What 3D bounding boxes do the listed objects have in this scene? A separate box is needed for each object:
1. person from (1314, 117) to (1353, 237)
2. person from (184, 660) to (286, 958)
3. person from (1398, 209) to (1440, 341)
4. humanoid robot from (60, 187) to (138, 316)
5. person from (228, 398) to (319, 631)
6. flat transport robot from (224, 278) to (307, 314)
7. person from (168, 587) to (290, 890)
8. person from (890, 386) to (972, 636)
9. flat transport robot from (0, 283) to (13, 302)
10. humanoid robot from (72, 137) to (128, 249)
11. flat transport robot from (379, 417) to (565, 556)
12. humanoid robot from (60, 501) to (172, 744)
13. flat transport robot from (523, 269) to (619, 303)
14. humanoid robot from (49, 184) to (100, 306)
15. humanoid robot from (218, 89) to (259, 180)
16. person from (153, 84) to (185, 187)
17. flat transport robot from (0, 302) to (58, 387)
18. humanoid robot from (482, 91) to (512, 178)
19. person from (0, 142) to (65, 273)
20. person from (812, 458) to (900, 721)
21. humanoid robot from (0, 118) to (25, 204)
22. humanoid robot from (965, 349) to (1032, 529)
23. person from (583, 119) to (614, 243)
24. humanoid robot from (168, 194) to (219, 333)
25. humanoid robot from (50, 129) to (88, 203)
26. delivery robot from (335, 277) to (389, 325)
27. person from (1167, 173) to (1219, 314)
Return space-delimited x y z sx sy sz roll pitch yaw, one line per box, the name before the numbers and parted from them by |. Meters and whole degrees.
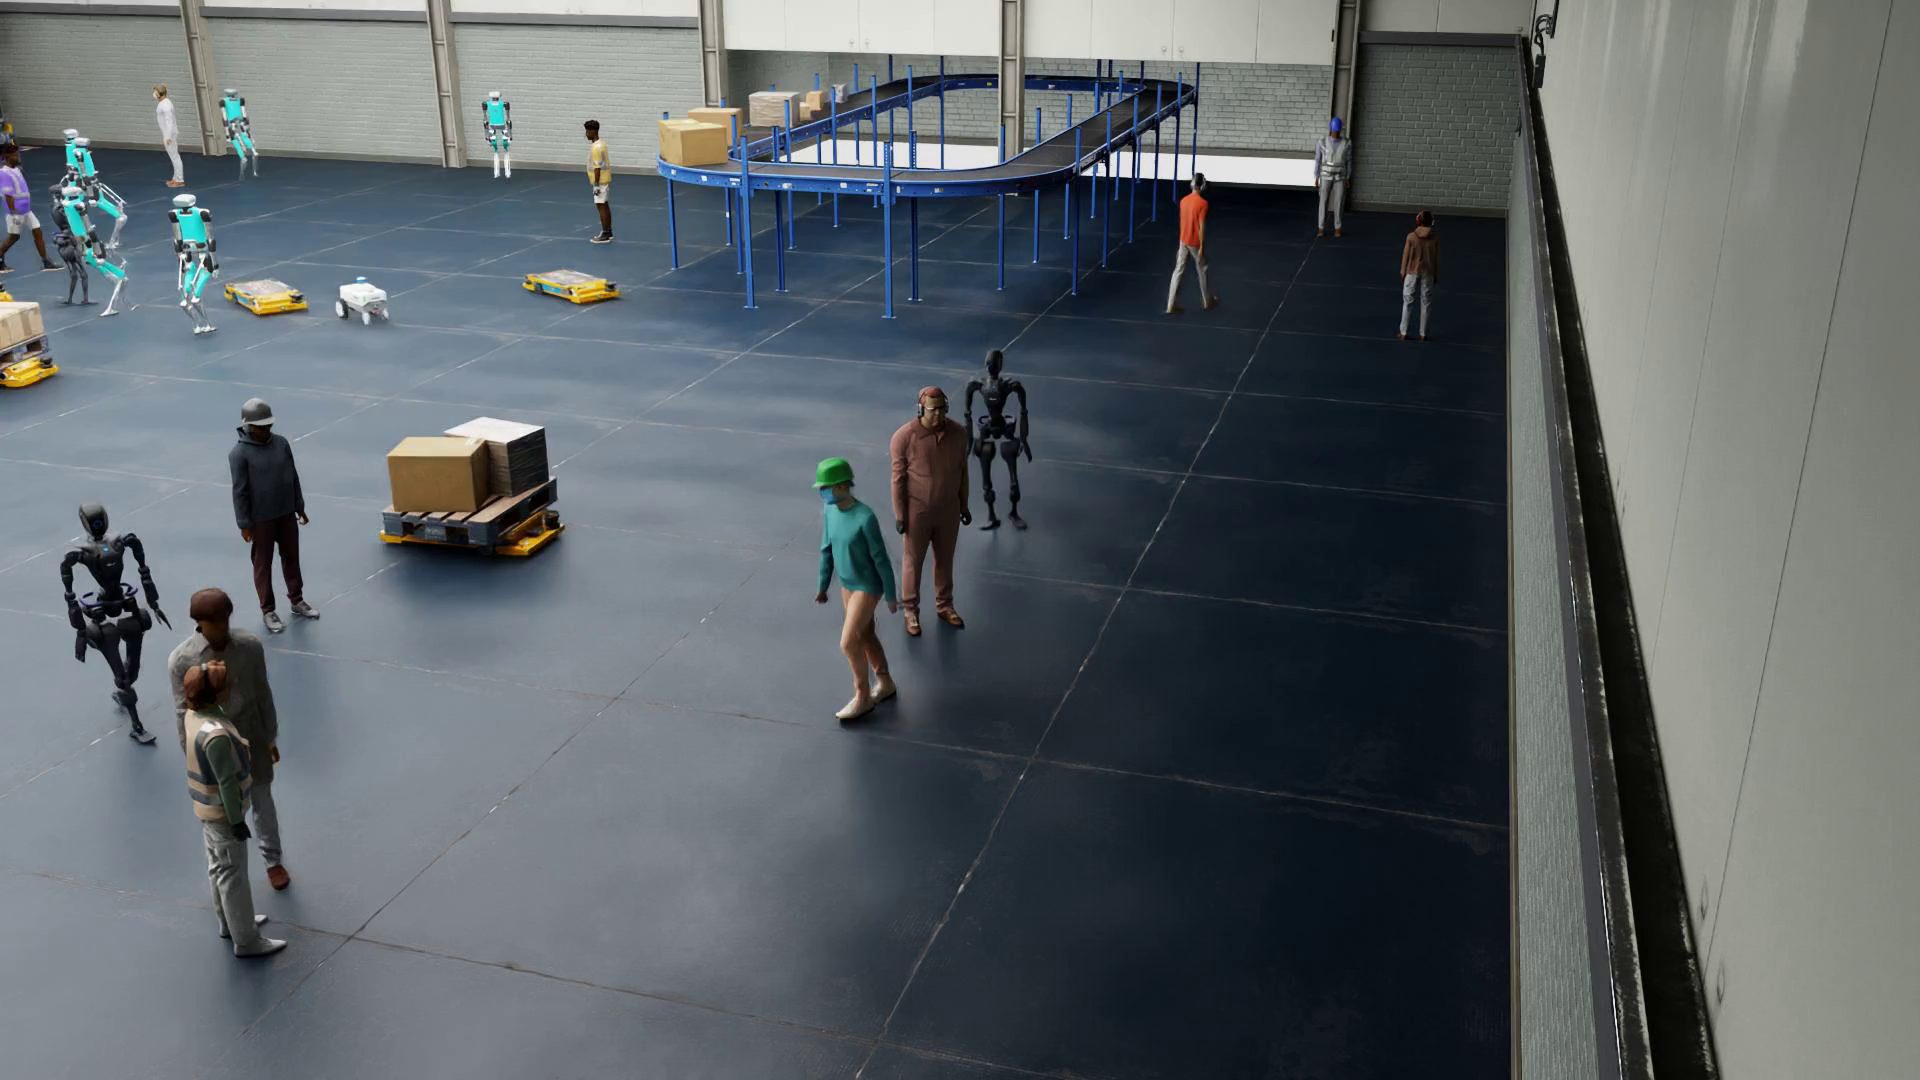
person | 6.128 -5.961 27.328 0.609 1.936 0.417 1 21 3
person | -3.825 1.392 8.658 0.314 1.640 0.513 -14 25 -33
person | 5.763 -3.311 20.847 0.464 1.647 0.318 3 21 7
humanoid robot | -11.327 -3.794 22.099 0.540 1.863 0.869 17 27 38
person | -5.211 -0.208 12.581 0.379 1.807 0.546 15 25 33
flat transport robot | -9.570 -3.353 22.875 0.659 0.231 1.431 -17 27 -36
person | -3.999 1.114 9.123 0.507 1.827 0.371 -16 26 -36
person | -0.200 -0.228 12.492 0.638 1.910 0.410 -10 23 -24
flat transport robot | -13.790 -3.272 22.665 1.431 0.231 0.659 -15 26 -34
humanoid robot | -13.539 -5.504 26.345 0.707 1.739 0.531 -6 22 -15
flat transport robot | -4.239 -0.116 14.478 1.431 0.231 0.659 6 22 14
humanoid robot | -5.591 0.502 11.013 0.788 1.645 0.612 17 27 37
flat transport robot | -5.504 -3.587 23.482 1.431 0.231 0.659 19 28 41
humanoid robot | -12.093 -3.999 22.604 0.406 1.667 0.589 -17 27 -38
humanoid robot | -14.169 -7.969 32.870 0.743 1.821 0.538 16 26 35
person | -15.273 -7.800 32.091 0.373 1.940 0.627 -10 23 -25
flat transport robot | -11.331 -1.959 19.258 1.431 0.231 0.659 2 21 5
humanoid robot | -9.015 -7.954 32.580 0.533 1.677 0.735 -3 21 -8
person | -13.984 -4.910 24.610 0.943 1.929 0.606 -3 21 -8
person | -0.700 0.315 11.184 0.693 1.830 0.536 -16 26 -35
humanoid robot | -16.946 -6.649 29.522 0.764 1.627 0.612 8 22 19
humanoid robot | 0.341 -0.886 14.514 0.599 1.642 0.383 2 21 5
person | -5.832 -5.798 26.875 0.372 1.958 0.600 -1 21 -2
humanoid robot | -9.713 -3.440 20.976 0.548 1.747 0.679 2 21 4
humanoid robot | -14.522 -5.717 27.070 0.530 1.849 0.713 15 26 34
delivery robot | -7.894 -3.177 22.009 0.787 0.587 0.499 20 28 41
person | 3.138 -3.986 22.310 0.993 1.858 0.496 -19 28 -40
